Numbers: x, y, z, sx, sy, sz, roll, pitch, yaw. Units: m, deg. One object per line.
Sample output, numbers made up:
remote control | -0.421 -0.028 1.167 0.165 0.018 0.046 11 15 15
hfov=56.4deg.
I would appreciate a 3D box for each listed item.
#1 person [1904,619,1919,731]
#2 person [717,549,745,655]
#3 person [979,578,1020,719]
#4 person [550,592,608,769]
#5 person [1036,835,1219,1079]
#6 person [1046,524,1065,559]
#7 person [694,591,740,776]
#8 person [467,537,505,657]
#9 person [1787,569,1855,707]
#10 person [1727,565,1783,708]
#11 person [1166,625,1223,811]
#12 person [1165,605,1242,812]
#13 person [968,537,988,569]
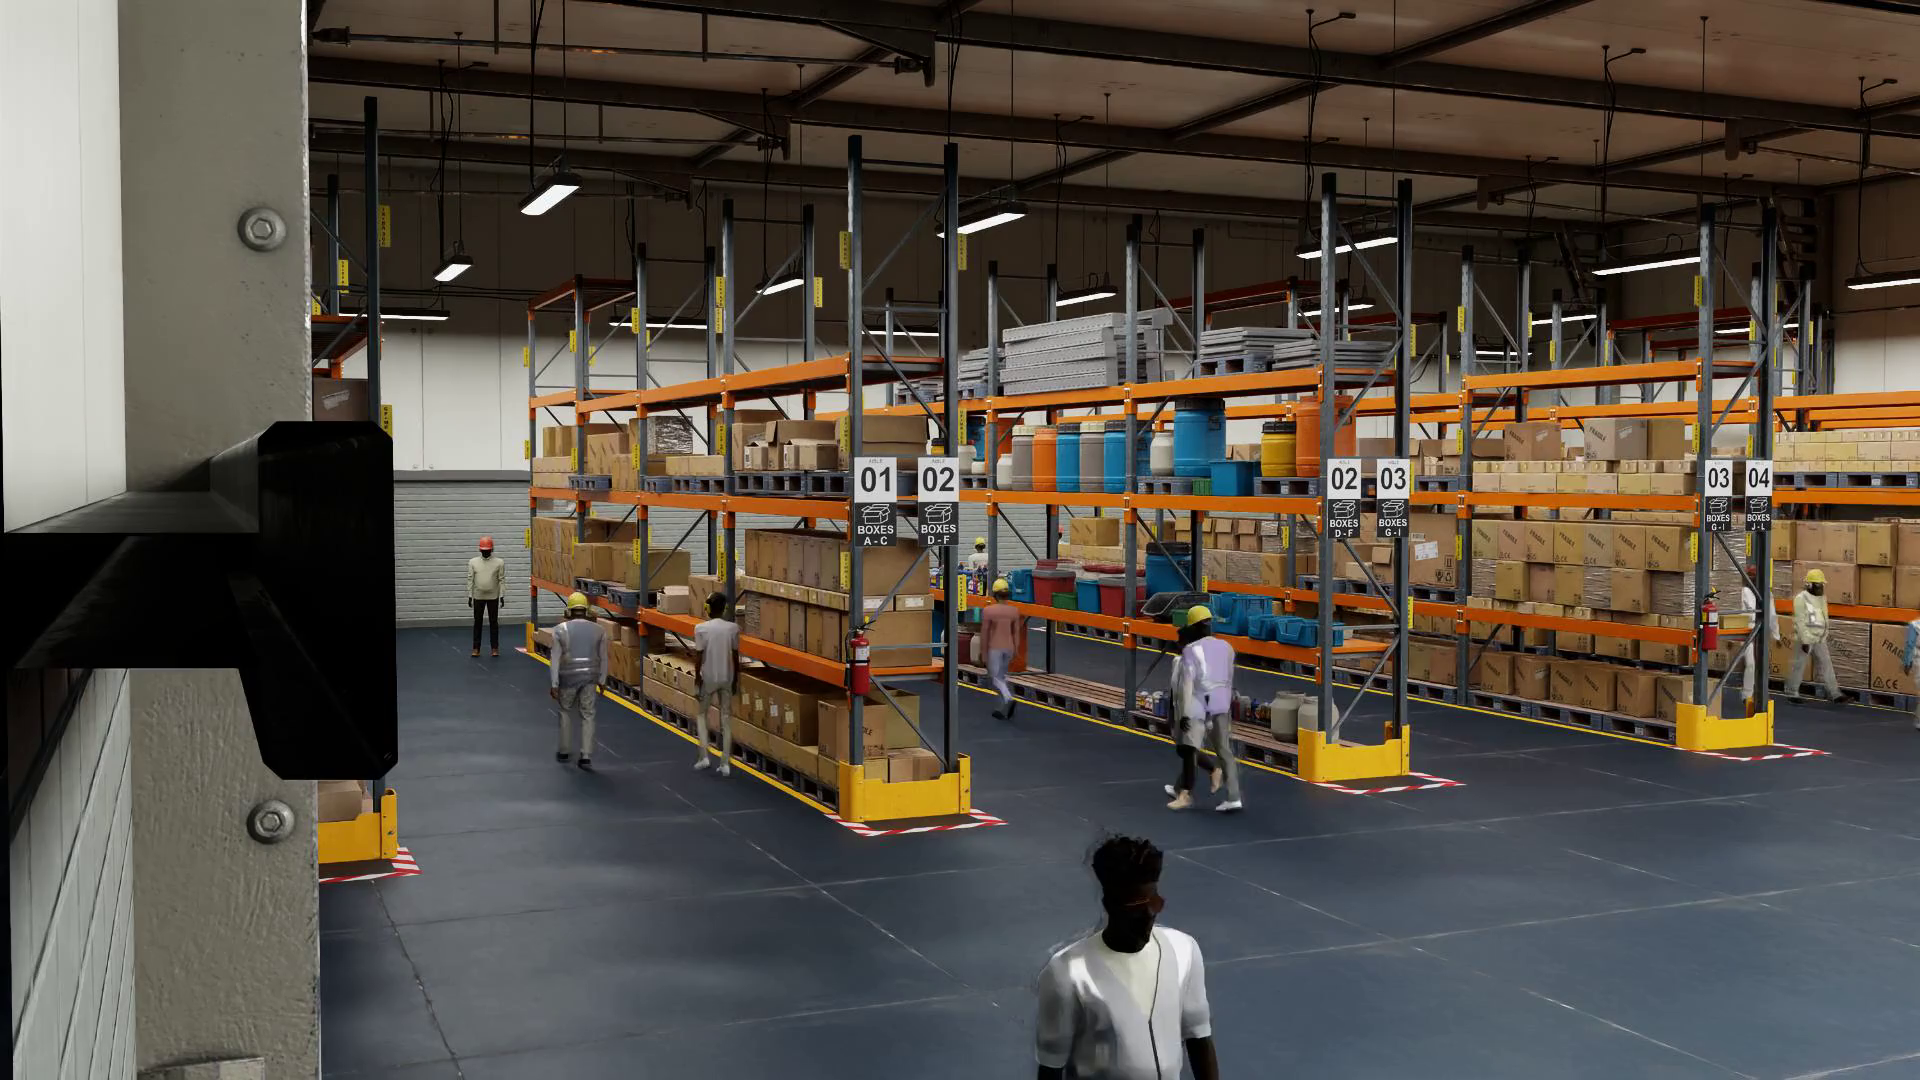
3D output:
person | 11.317 1.473 20.831 0.524 1.593 0.843 0 2 -5
person | -3.487 1.066 27.180 0.585 1.929 0.364 -1 2 -25
person | 0.534 1.348 22.101 0.523 1.748 0.692 -1 3 -30
person | -4.002 1.450 18.688 0.629 1.801 0.778 -1 2 -26
person | 0.564 1.902 5.837 0.609 1.903 1.054 -1 3 -34
person | 2.103 0.631 38.410 0.548 1.939 0.365 2 3 42
person | -2.488 1.448 18.221 0.495 1.848 0.692 -1 2 -22
person | -7.869 0.938 29.750 0.611 1.988 0.391 0 2 -10
person | 11.146 1.284 23.241 0.619 1.789 0.897 -1 2 -28
person | 10.228 1.257 23.020 0.611 1.861 0.628 -1 2 -19
person | 2.172 1.599 16.361 0.656 1.679 0.531 -1 2 -27
person | 2.232 1.529 16.299 0.659 1.858 1.010 -1 2 -27
person | 0.402 0.829 35.469 0.525 1.769 0.308 -1 2 -23
